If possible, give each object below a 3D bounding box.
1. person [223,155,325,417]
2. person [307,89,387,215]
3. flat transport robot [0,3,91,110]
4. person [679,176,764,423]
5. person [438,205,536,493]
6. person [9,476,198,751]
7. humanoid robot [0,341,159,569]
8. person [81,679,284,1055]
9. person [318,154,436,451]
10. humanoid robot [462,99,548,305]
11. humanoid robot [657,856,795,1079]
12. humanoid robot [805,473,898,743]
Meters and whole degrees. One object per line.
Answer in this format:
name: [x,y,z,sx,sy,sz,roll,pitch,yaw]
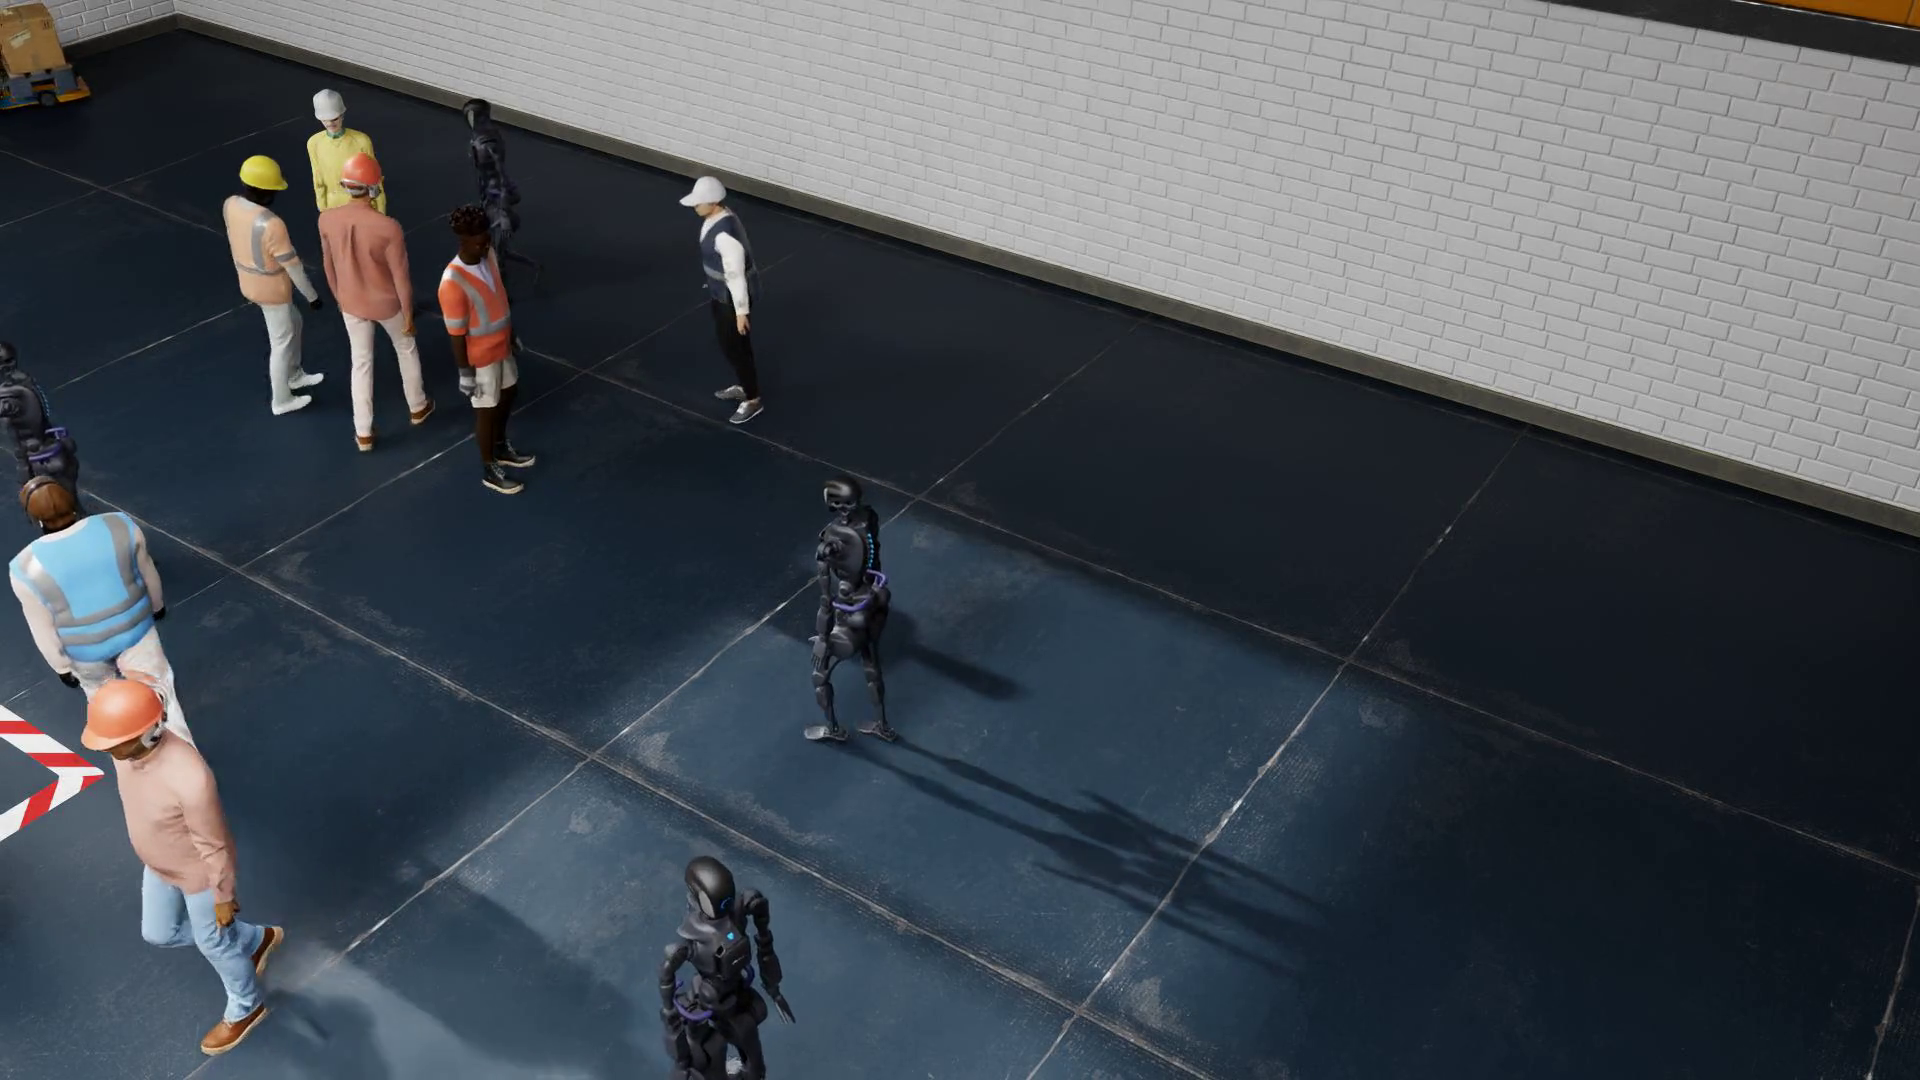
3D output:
person: [-4.620,-1.742,11.350,0.610,1.880,0.644,27,43,33]
person: [-4.494,-2.429,12.324,0.488,1.888,0.393,-6,35,-9]
flat transport robot: [-9.556,-4.484,16.671,1.431,0.231,0.659,-21,40,-27]
person: [-1.588,-1.643,11.324,0.484,1.748,0.839,-13,37,-17]
person: [-2.999,-1.206,10.524,0.379,1.950,0.615,5,35,7]
person: [-4.216,0.476,8.247,0.628,1.805,0.909,-24,42,-31]
humanoid robot: [-5.287,-0.423,9.692,0.793,1.628,0.589,-7,36,-10]
person: [-3.189,1.334,6.858,0.622,1.982,0.466,23,41,29]
person: [-3.919,-1.555,11.039,0.633,1.943,0.741,4,35,6]
humanoid robot: [-3.485,-2.589,12.756,0.625,1.637,0.612,-21,40,-27]
humanoid robot: [-0.985,1.811,6.456,0.560,1.634,0.589,26,42,32]
humanoid robot: [-0.563,0.363,8.521,0.457,1.641,0.608,16,38,22]
